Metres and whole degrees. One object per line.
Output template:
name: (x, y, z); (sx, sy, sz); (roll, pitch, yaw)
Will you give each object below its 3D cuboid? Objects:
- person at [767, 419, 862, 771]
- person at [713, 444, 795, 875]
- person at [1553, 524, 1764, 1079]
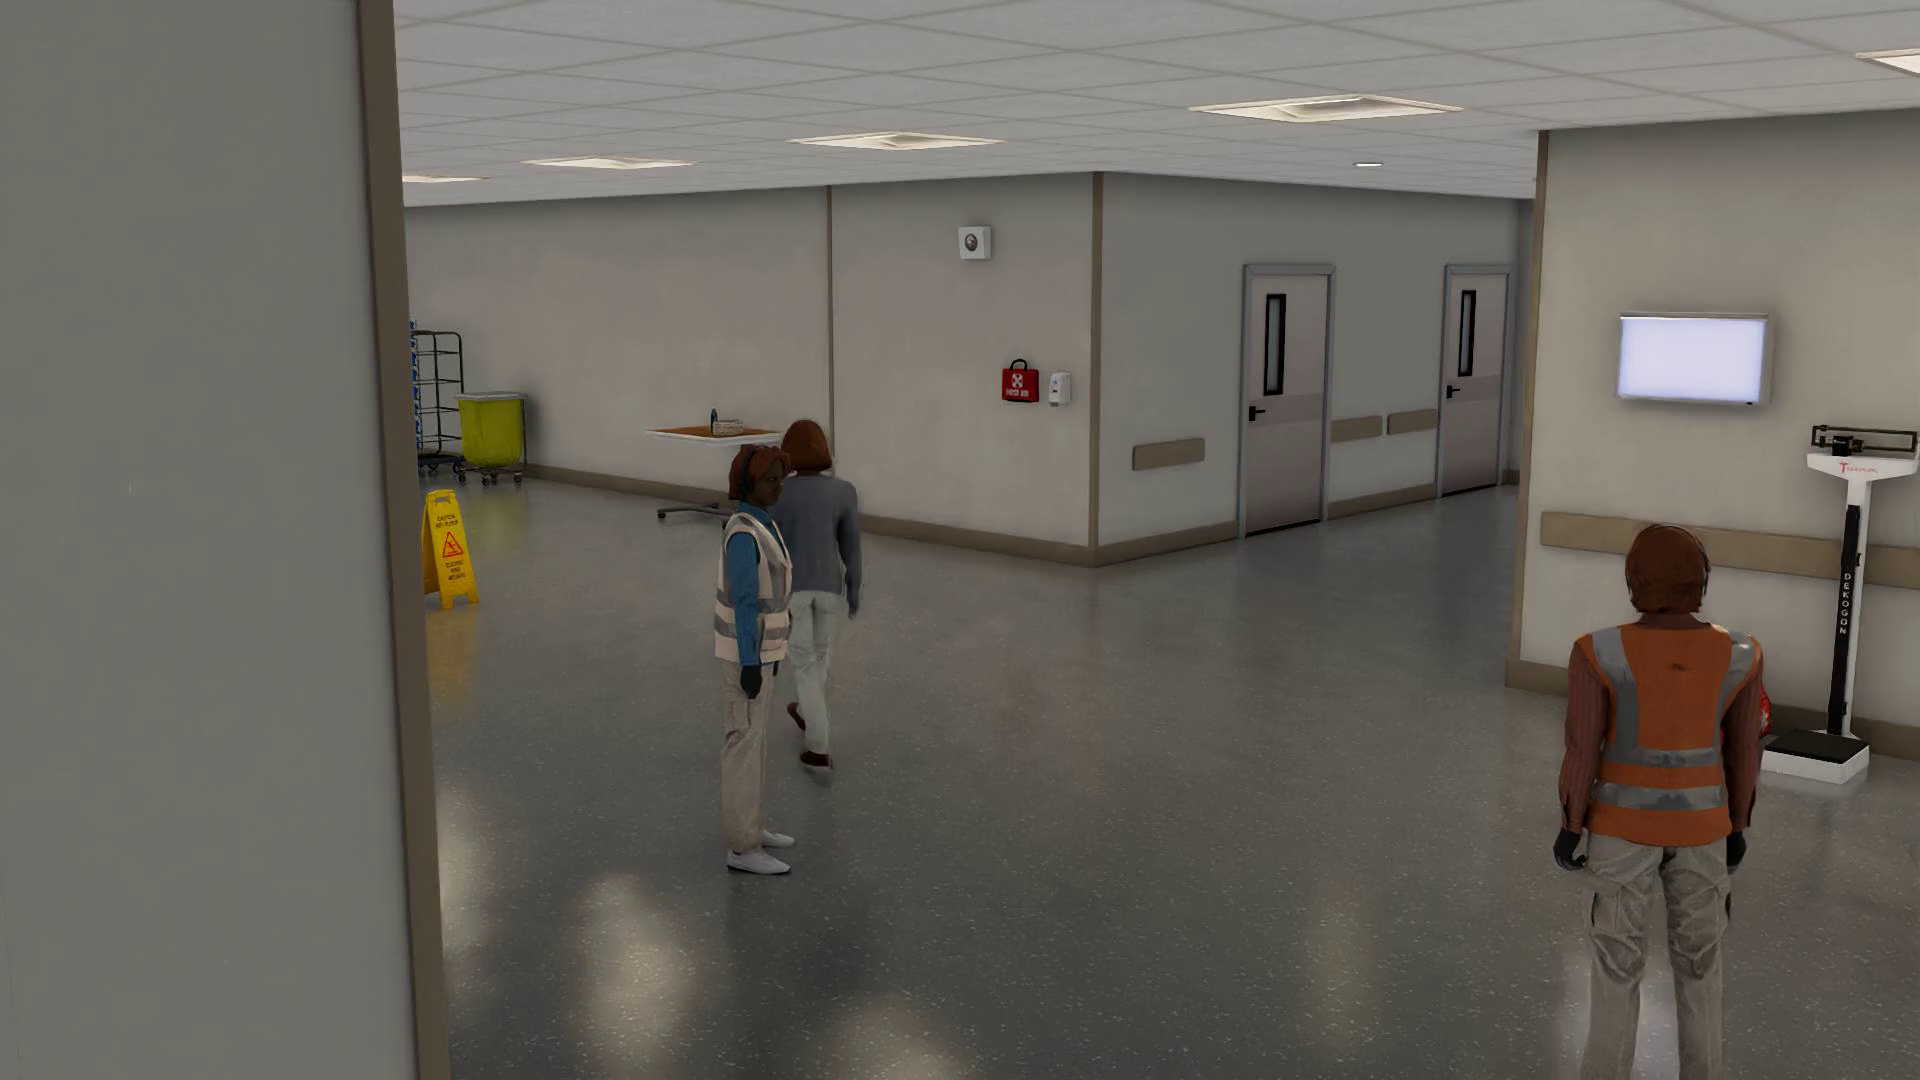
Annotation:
person: (-0.765, 0.232, 7.846); (0.508, 1.595, 0.841); (-5, 11, -28)
person: (-0.789, 0.448, 6.403); (0.315, 1.636, 0.514); (0, 9, 0)
person: (1.833, 0.775, 4.396); (0.517, 1.636, 0.313); (0, 9, 1)
